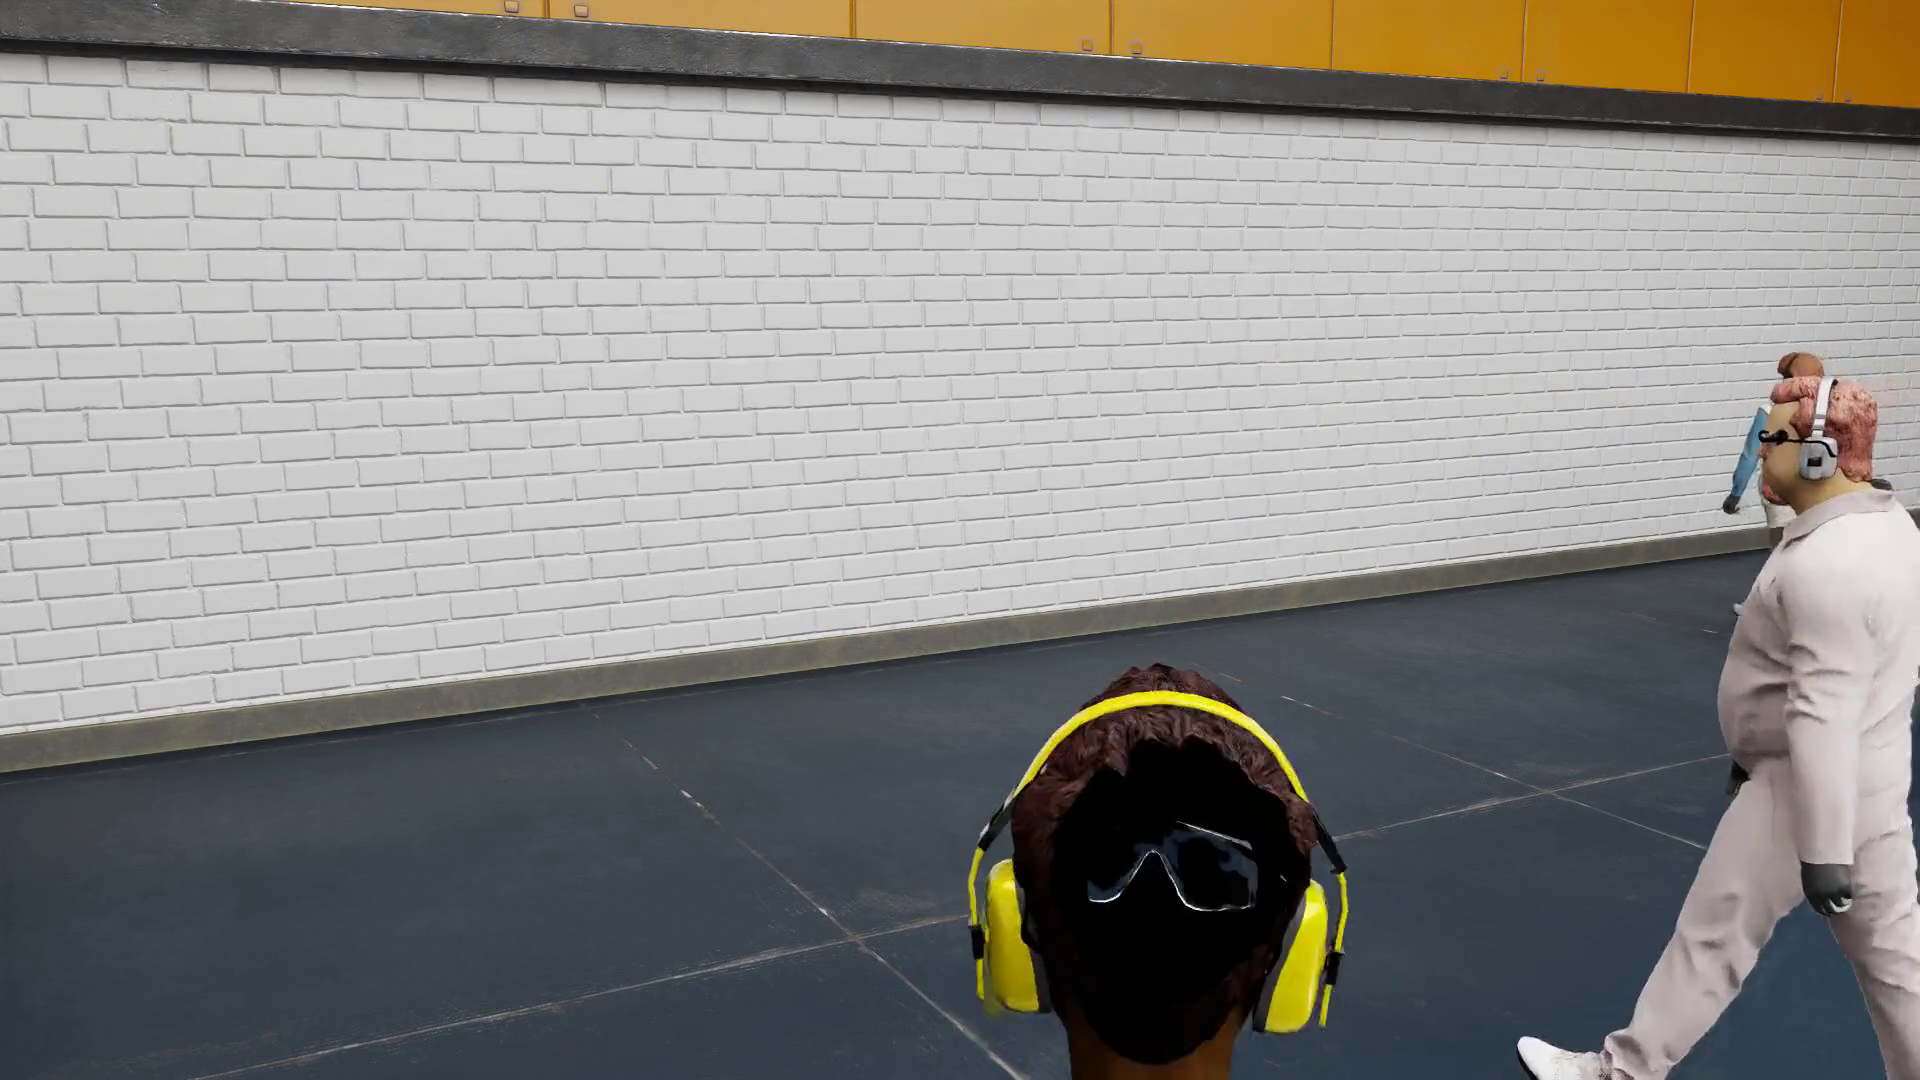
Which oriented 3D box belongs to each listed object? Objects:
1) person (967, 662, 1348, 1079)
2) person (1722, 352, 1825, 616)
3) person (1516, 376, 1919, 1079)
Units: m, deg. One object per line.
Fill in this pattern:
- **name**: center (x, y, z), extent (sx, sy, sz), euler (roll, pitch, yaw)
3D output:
- **person**: center (0.149, 0.991, 1.280), extent (0.546, 1.844, 0.693), euler (1, 10, 8)
- **person**: center (4.454, -0.213, 8.967), extent (0.525, 1.586, 0.884), euler (-2, 10, -12)
- **person**: center (1.888, 0.553, 3.813), extent (1.016, 1.849, 0.656), euler (9, 13, 42)
